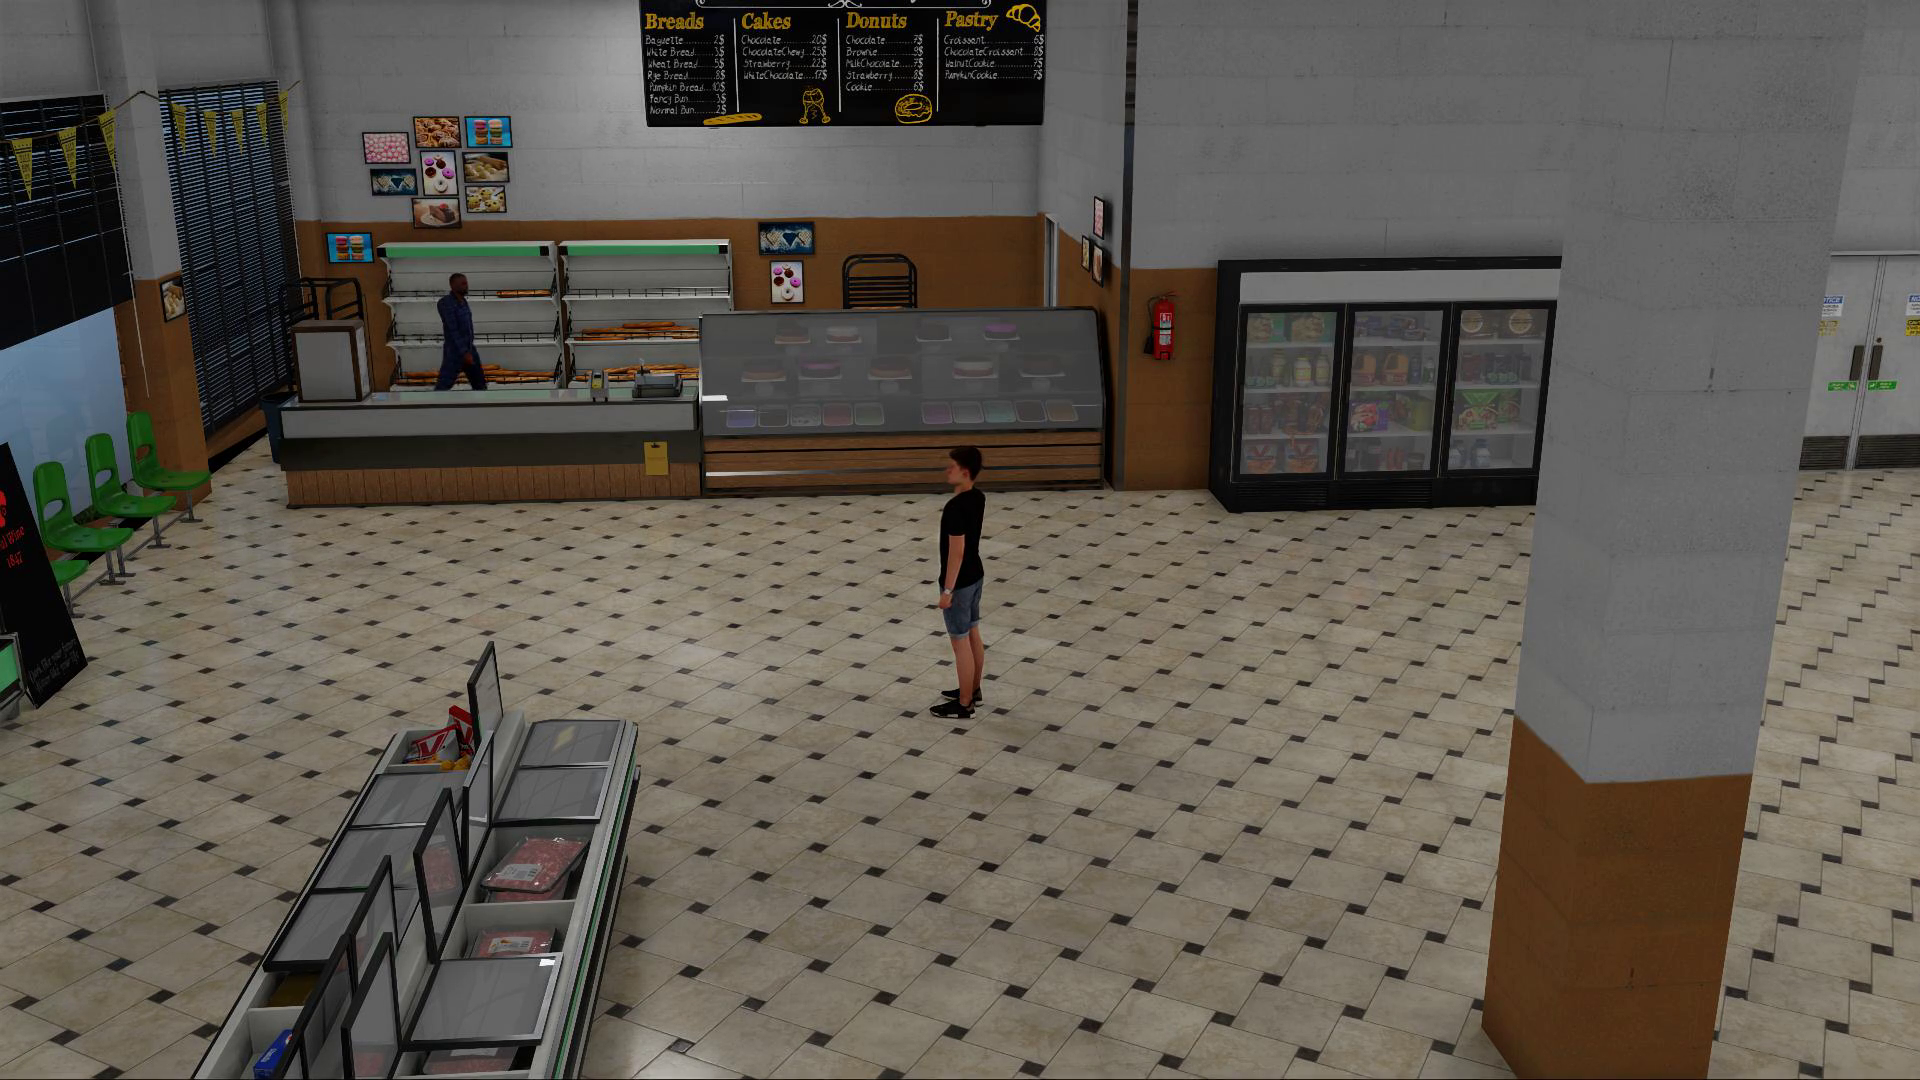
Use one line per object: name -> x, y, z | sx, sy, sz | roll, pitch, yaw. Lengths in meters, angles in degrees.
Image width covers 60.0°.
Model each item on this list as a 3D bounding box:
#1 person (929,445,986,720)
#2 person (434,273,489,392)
person -> 0.024, 0.270, 11.037 | 0.786, 1.845, 0.631 | 5, 18, 16
person -> -5.831, -2.125, 19.056 | 1.045, 1.769, 1.256 | 5, 18, 16
